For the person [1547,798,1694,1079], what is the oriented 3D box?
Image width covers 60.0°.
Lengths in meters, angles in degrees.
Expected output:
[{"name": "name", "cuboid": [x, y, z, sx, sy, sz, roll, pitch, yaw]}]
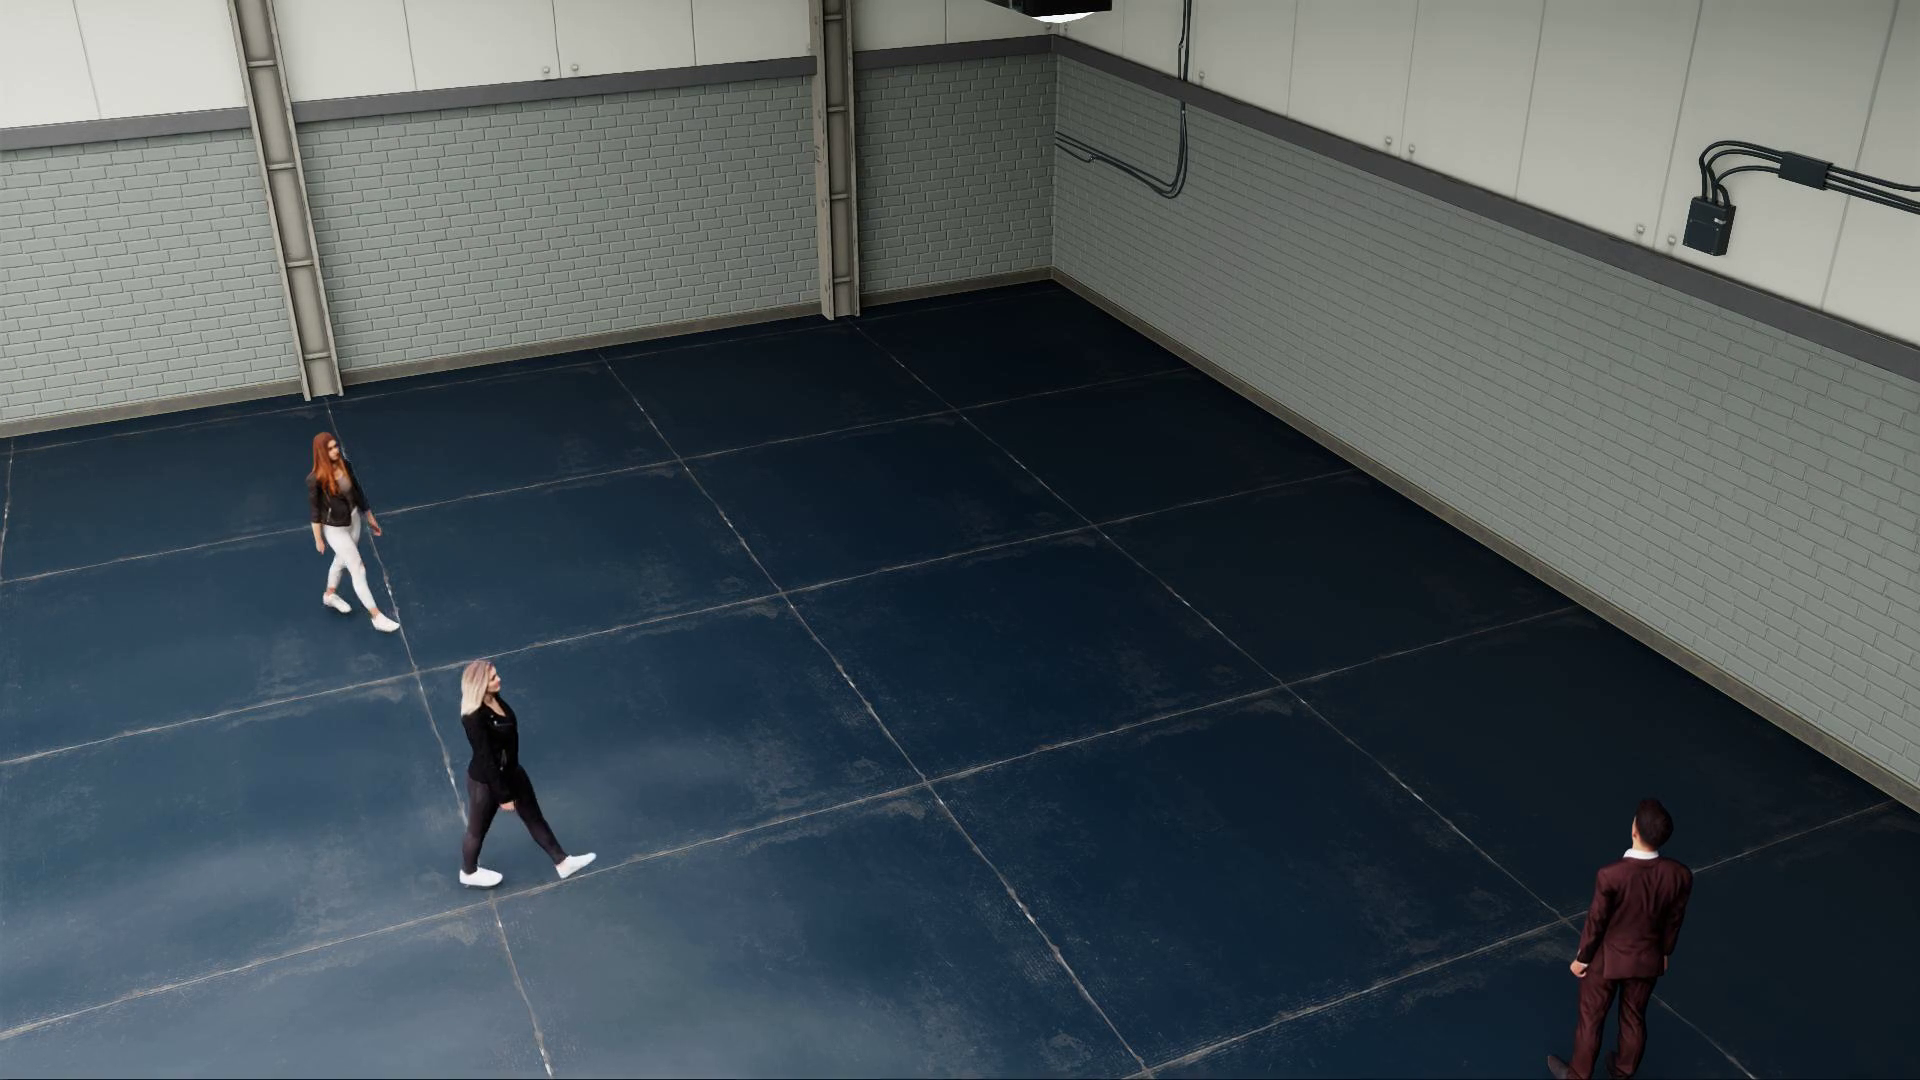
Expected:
[{"name": "person", "cuboid": [3.466, 2.158, 8.670, 0.679, 1.865, 0.823, -1, 27, -3]}]

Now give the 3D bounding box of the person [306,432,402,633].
[{"name": "person", "cuboid": [-4.974, -0.088, 13.257, 1.129, 1.660, 1.094, 11, 29, 20]}]

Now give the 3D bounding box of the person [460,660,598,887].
[{"name": "person", "cuboid": [-2.956, 1.486, 10.212, 1.194, 1.648, 0.960, 1, 27, 2]}]
